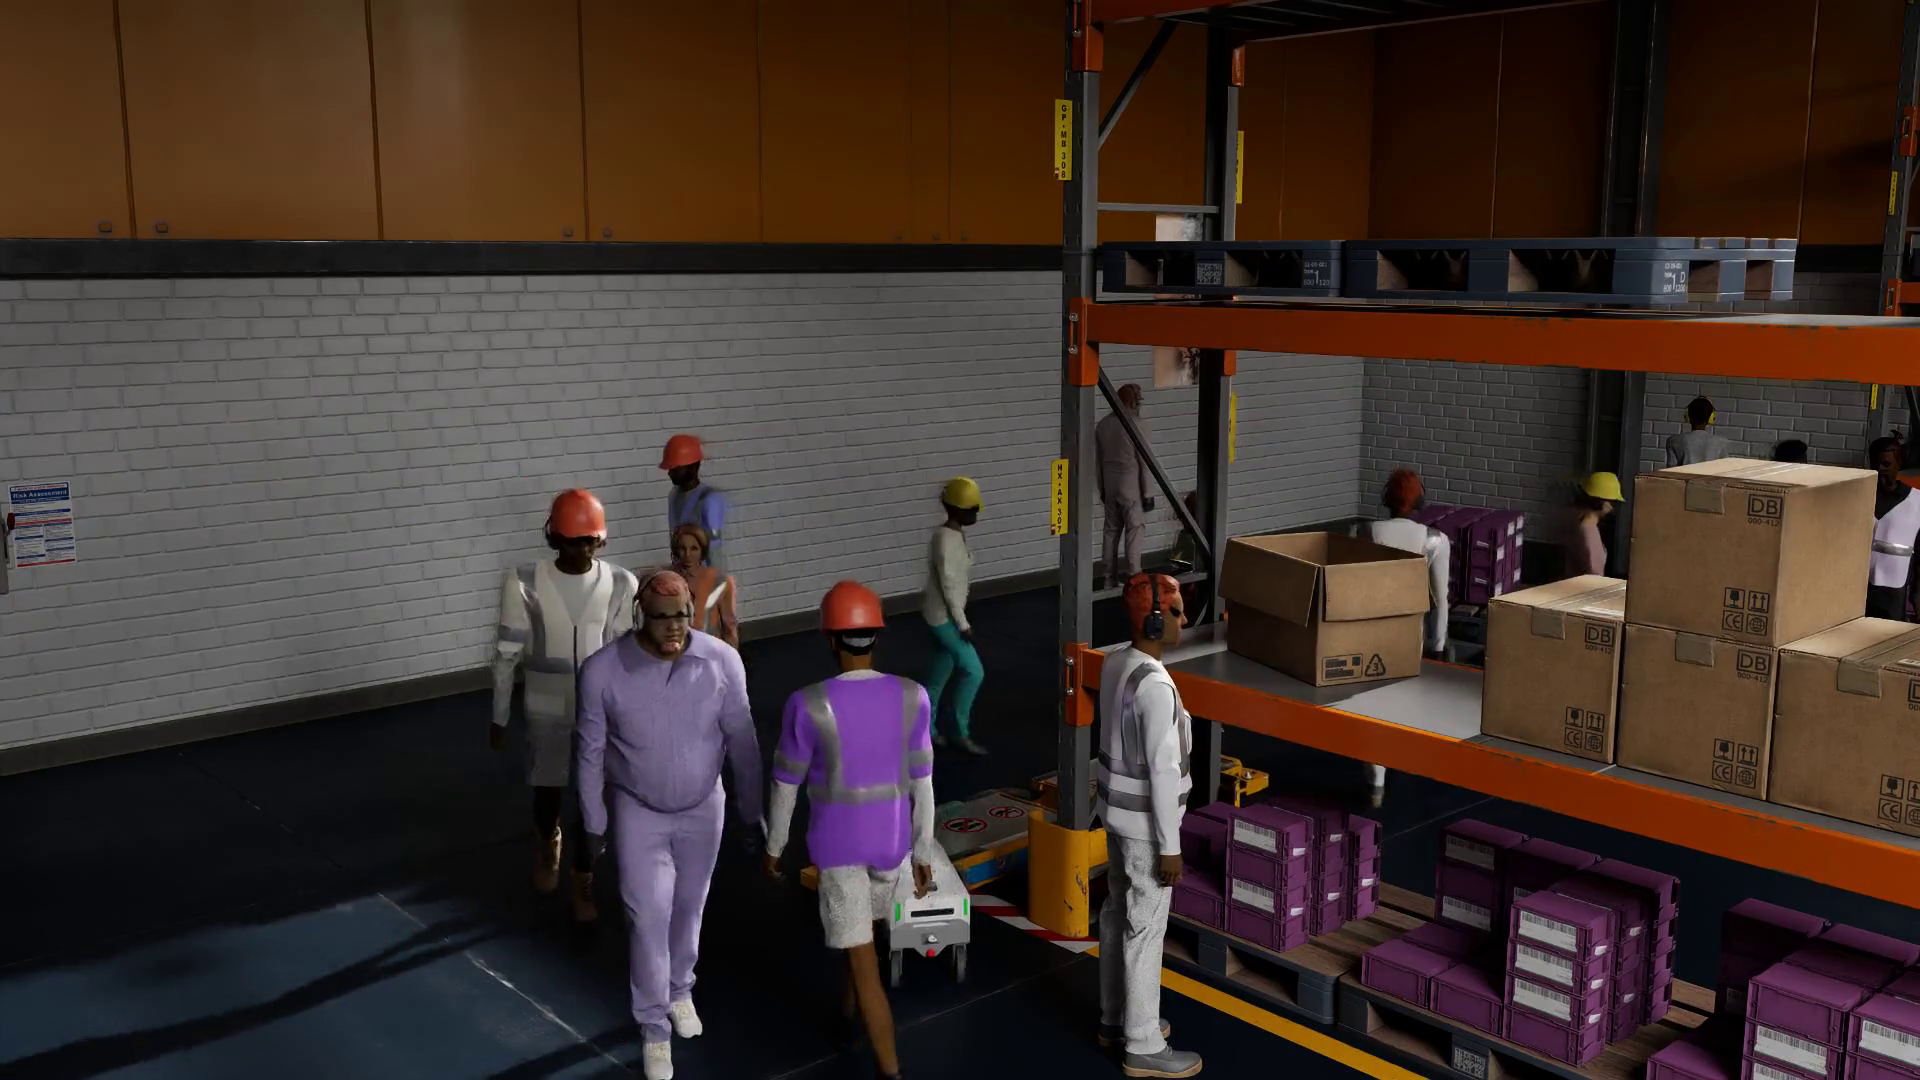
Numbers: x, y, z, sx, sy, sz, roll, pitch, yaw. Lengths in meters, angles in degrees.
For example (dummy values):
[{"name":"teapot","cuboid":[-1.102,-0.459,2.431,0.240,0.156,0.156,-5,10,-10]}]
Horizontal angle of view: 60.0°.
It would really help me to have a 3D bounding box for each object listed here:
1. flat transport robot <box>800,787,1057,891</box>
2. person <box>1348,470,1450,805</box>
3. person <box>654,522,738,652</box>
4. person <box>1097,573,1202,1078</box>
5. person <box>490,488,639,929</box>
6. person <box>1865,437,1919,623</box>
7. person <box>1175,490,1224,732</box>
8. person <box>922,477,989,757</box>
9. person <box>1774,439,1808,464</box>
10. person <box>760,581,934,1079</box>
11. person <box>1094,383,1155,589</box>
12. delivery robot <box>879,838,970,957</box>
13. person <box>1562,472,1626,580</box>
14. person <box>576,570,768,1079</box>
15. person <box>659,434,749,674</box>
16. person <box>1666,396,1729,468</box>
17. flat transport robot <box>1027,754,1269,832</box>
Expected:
[{"name":"flat transport robot","cuboid":[-0.026,1.515,8.182,1.431,0.197,0.652,-9,13,-43]},{"name":"person","cuboid":[2.458,0.513,9.483,0.591,1.829,0.996,2,10,12]},{"name":"person","cuboid":[-1.480,0.695,9.140,0.521,1.617,0.793,1,10,4]},{"name":"person","cuboid":[0.692,1.050,6.195,0.355,1.883,0.575,-2,10,-14]},{"name":"person","cuboid":[-1.758,0.758,7.477,0.674,2.022,0.561,-4,10,-22]},{"name":"person","cuboid":[5.744,0.305,10.453,0.596,1.918,0.386,7,12,36]},{"name":"person","cuboid":[1.387,0.484,10.312,0.606,1.614,0.524,-1,10,-8]},{"name":"person","cuboid":[-0.044,0.472,10.013,0.568,1.726,0.545,2,10,10]},{"name":"person","cuboid":[6.186,0.052,12.685,0.775,1.673,0.536,5,11,28]},{"name":"person","cuboid":[-0.370,1.093,5.984,0.553,1.884,0.985,-5,11,-27]},{"name":"person","cuboid":[1.511,-0.453,14.929,0.403,1.904,0.651,-8,13,-41]},{"name":"delivery robot","cuboid":[-0.183,1.501,7.161,0.477,0.478,0.707,-2,10,-12]},{"name":"person","cuboid":[3.886,0.454,10.120,0.808,1.729,0.521,4,11,23]},{"name":"person","cuboid":[-1.056,1.045,6.227,0.667,1.873,0.794,-5,11,-25]},{"name":"person","cuboid":[-1.672,0.246,10.856,0.614,1.908,0.557,-9,13,-41]},{"name":"person","cuboid":[6.177,-0.274,13.999,0.512,1.868,0.328,3,10,18]},{"name":"flat transport robot","cuboid":[1.014,1.351,9.141,1.431,0.197,0.652,-9,14,-44]}]
